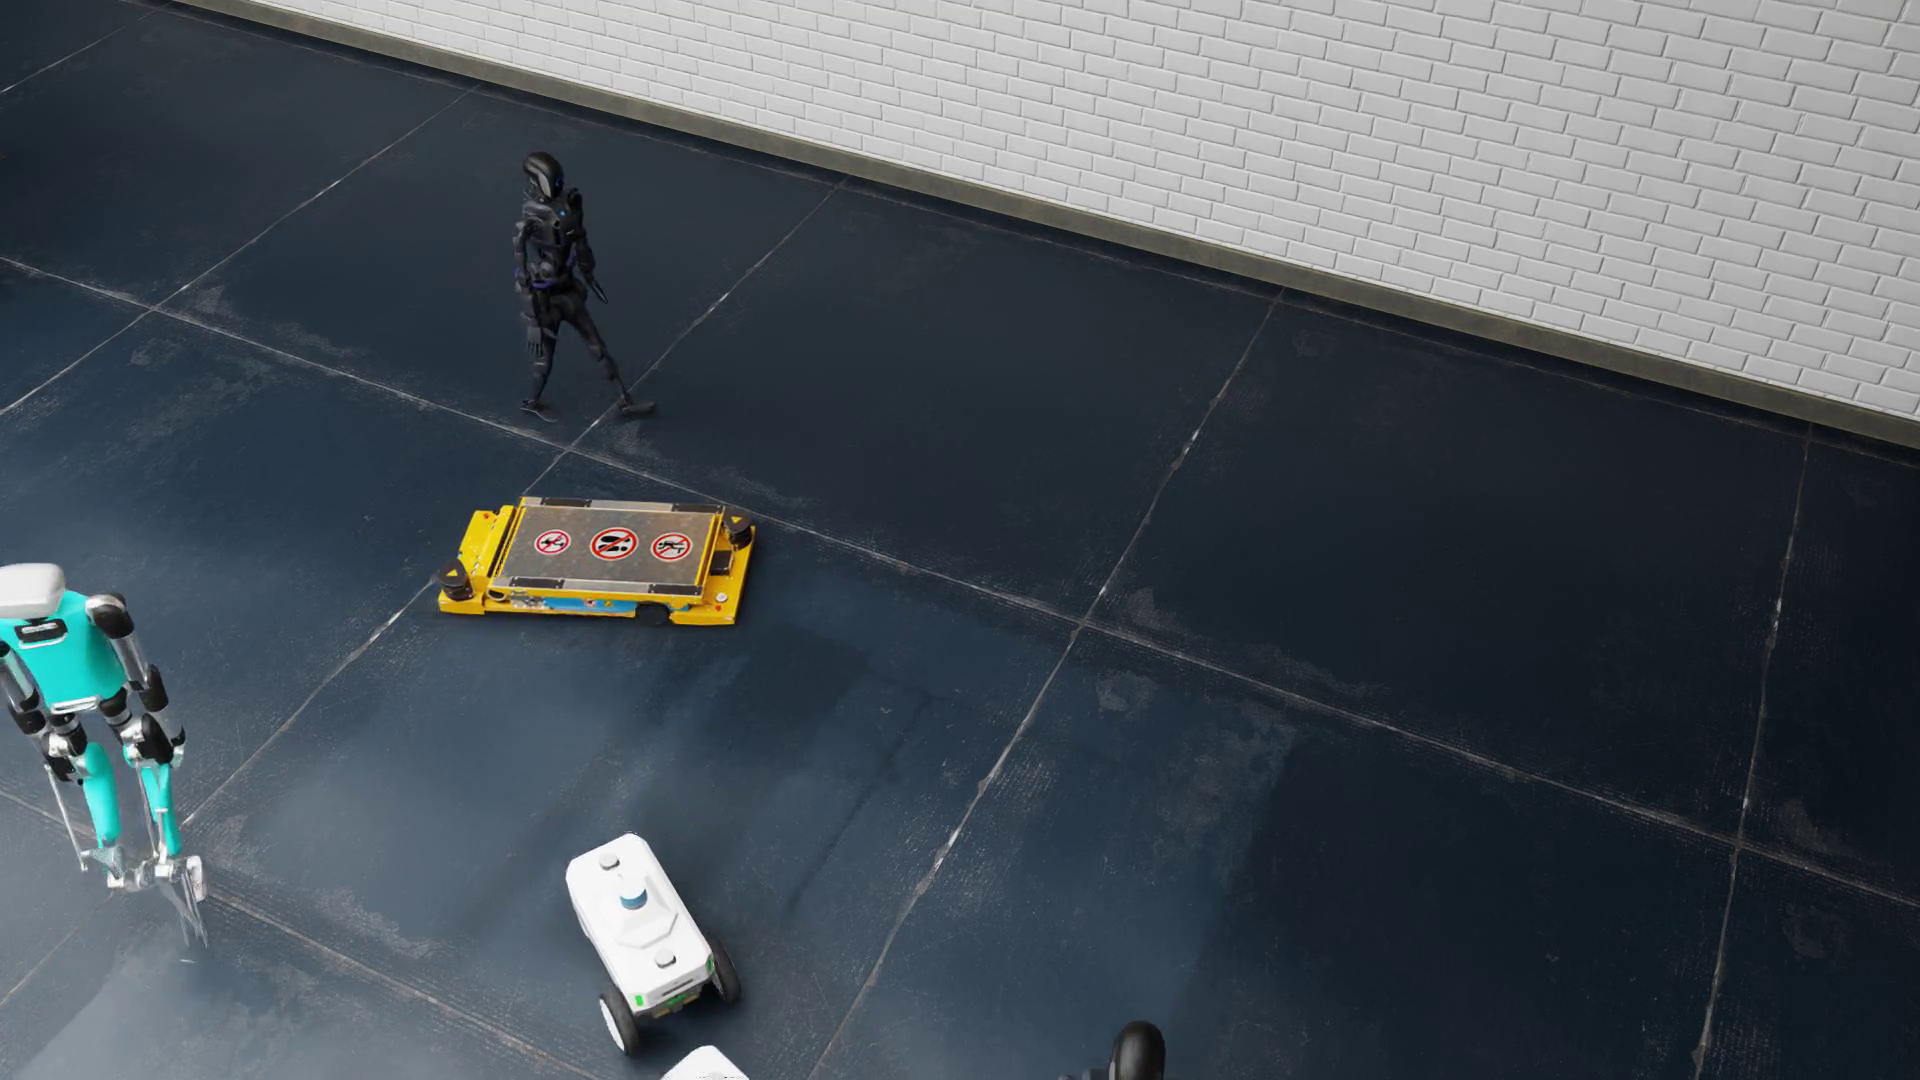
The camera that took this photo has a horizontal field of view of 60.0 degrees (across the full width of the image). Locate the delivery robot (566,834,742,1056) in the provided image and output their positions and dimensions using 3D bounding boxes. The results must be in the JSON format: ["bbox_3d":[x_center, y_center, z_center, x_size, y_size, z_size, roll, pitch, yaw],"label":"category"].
[{"bbox_3d":[-1.215,1.534,6.402,0.499,0.611,0.809,-23,48,-23],"label":"delivery robot"}]

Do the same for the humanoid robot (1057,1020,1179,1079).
[{"bbox_3d":[0.457,1.998,5.087,0.616,1.625,0.751,3,43,3],"label":"humanoid robot"}]

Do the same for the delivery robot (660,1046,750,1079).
[{"bbox_3d":[-1.022,2.124,5.744,0.499,0.581,0.774,32,52,30],"label":"delivery robot"}]

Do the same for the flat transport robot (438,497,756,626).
[{"bbox_3d":[-1.763,0.101,8.147,1.431,0.231,0.659,3,43,3],"label":"flat transport robot"}]

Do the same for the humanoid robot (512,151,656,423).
[{"bbox_3d":[-2.049,-1.258,8.593,0.743,1.633,0.588,17,46,18],"label":"humanoid robot"}]

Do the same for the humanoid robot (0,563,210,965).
[{"bbox_3d":[-3.176,0.974,6.206,0.531,1.880,0.757,-9,44,-10],"label":"humanoid robot"}]
